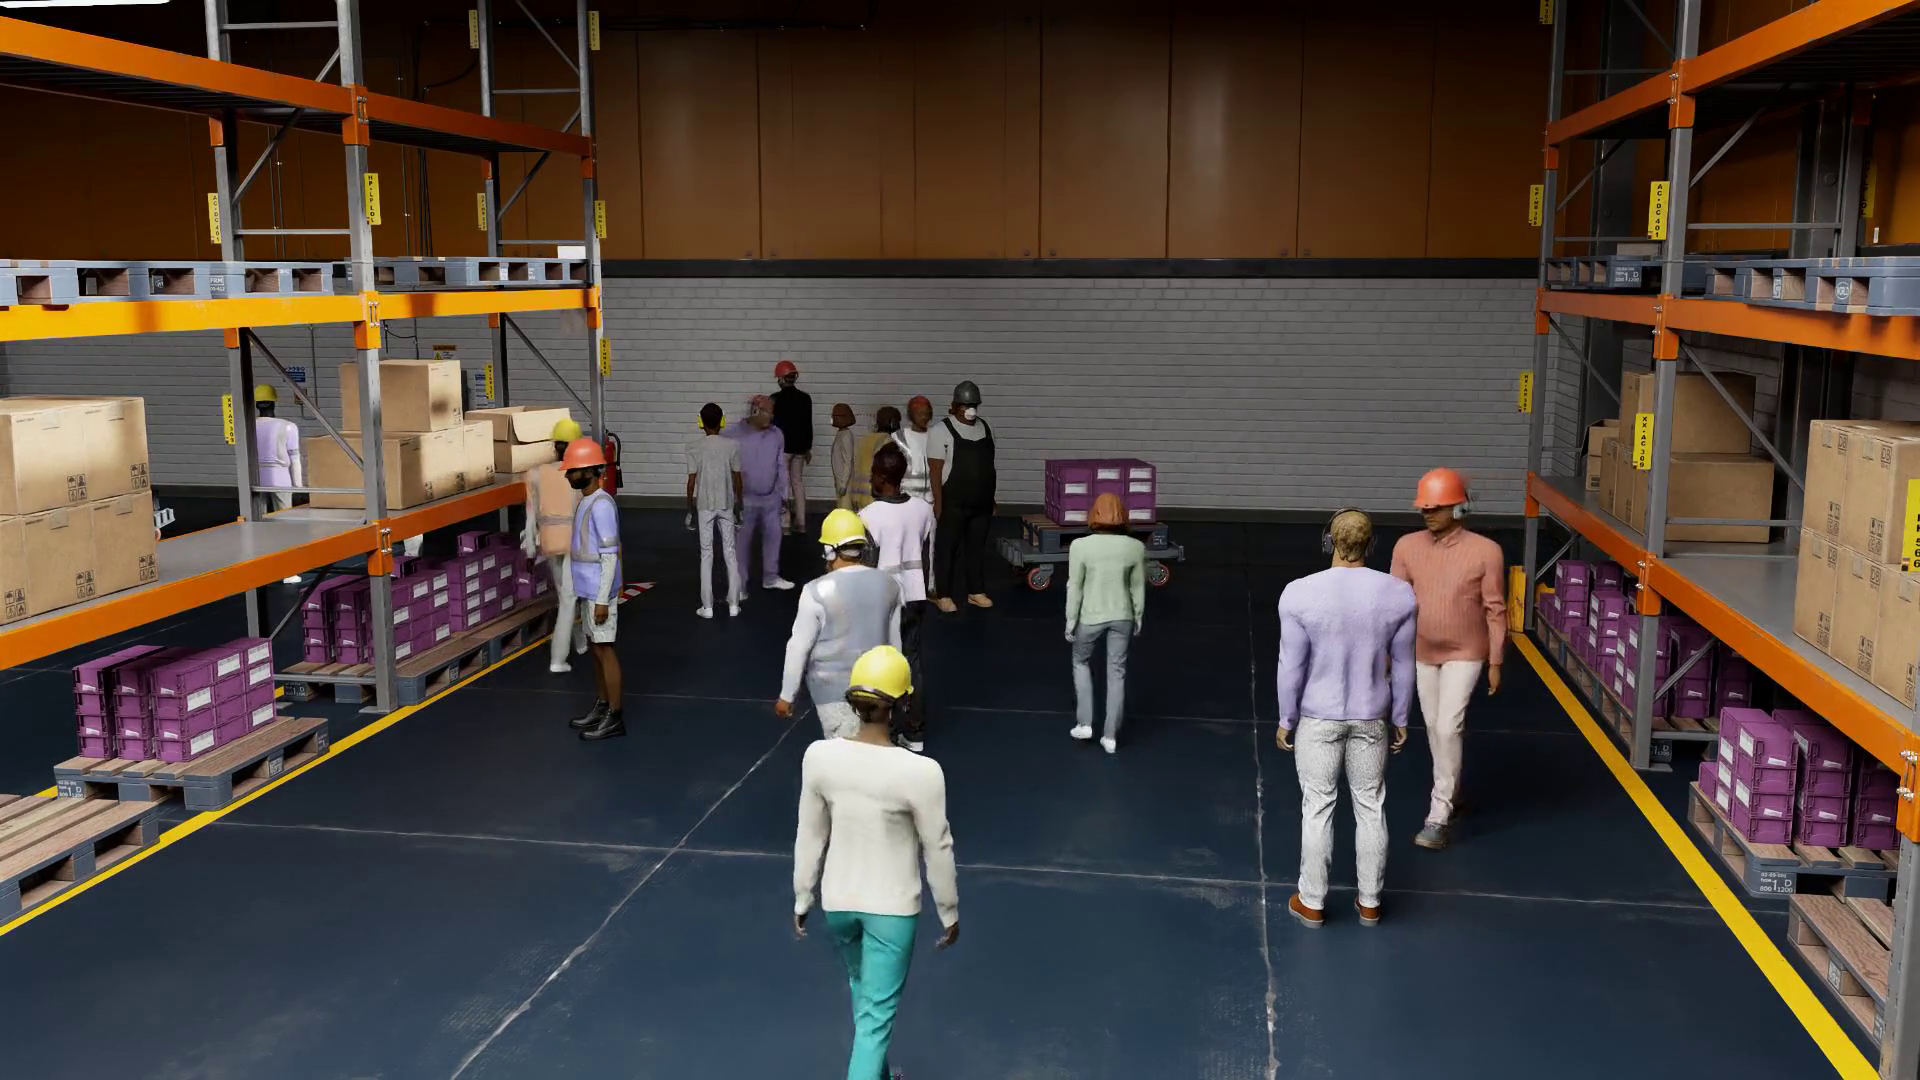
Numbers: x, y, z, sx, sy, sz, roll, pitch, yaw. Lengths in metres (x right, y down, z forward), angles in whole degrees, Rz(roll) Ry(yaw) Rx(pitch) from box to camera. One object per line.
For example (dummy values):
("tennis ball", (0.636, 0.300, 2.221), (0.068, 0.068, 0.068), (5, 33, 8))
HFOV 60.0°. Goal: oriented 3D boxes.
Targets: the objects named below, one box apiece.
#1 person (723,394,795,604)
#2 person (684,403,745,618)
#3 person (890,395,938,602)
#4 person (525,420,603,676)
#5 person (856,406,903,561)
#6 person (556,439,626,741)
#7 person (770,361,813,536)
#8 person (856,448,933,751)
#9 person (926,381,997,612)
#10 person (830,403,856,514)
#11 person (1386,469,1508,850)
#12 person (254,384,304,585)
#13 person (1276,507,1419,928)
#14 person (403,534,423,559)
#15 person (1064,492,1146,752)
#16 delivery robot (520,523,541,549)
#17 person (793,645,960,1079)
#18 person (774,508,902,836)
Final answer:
("person", (-1.834, -0.385, 15.140), (0.886, 1.883, 0.418), (-9, 13, -43))
("person", (-2.121, -0.253, 14.357), (0.519, 1.865, 0.328), (-3, 10, -17))
("person", (-0.377, -0.368, 15.008), (0.584, 1.884, 0.337), (-5, 10, -26))
("person", (-2.932, 0.036, 12.533), (0.610, 1.874, 0.987), (2, 9, 11))
("person", (-0.714, -0.304, 14.978), (0.928, 1.771, 0.685), (-5, 10, -26))
("person", (-2.360, 0.314, 10.637), (0.374, 1.933, 0.552), (-4, 10, -23))
("person", (-1.943, -1.041, 18.874), (0.452, 1.971, 0.644), (9, 13, 43))
("person", (-0.409, 0.391, 10.203), (0.392, 1.922, 0.590), (8, 12, 42))
("person", (0.072, -0.389, 14.647), (0.686, 2.000, 0.535), (-6, 11, -32))
("person", (-1.215, -0.594, 17.157), (0.286, 1.636, 0.498), (-2, 9, -13))
("person", (2.469, 0.609, 8.709), (0.656, 1.958, 0.844), (9, 13, 44))
("person", (-6.555, -0.520, 15.824), (0.587, 1.925, 0.389), (0, 9, -3))
("person", (1.746, 0.810, 7.569), (0.636, 1.939, 0.364), (0, 9, -1))
("person", (-5.460, -0.561, 16.314), (0.429, 1.847, 0.623), (-4, 10, -22))
("person", (0.897, 0.500, 10.451), (0.539, 1.614, 0.538), (-2, 9, -10))
("delivery robot", (-4.153, 0.072, 16.083), (0.707, 0.478, 0.477), (-1, 9, -4))
("person", (-0.240, 1.208, 5.686), (0.550, 1.737, 0.750), (5, 10, 27))
("person", (-0.654, 0.731, 8.483), (0.609, 1.787, 0.883), (-9, 13, -43))
